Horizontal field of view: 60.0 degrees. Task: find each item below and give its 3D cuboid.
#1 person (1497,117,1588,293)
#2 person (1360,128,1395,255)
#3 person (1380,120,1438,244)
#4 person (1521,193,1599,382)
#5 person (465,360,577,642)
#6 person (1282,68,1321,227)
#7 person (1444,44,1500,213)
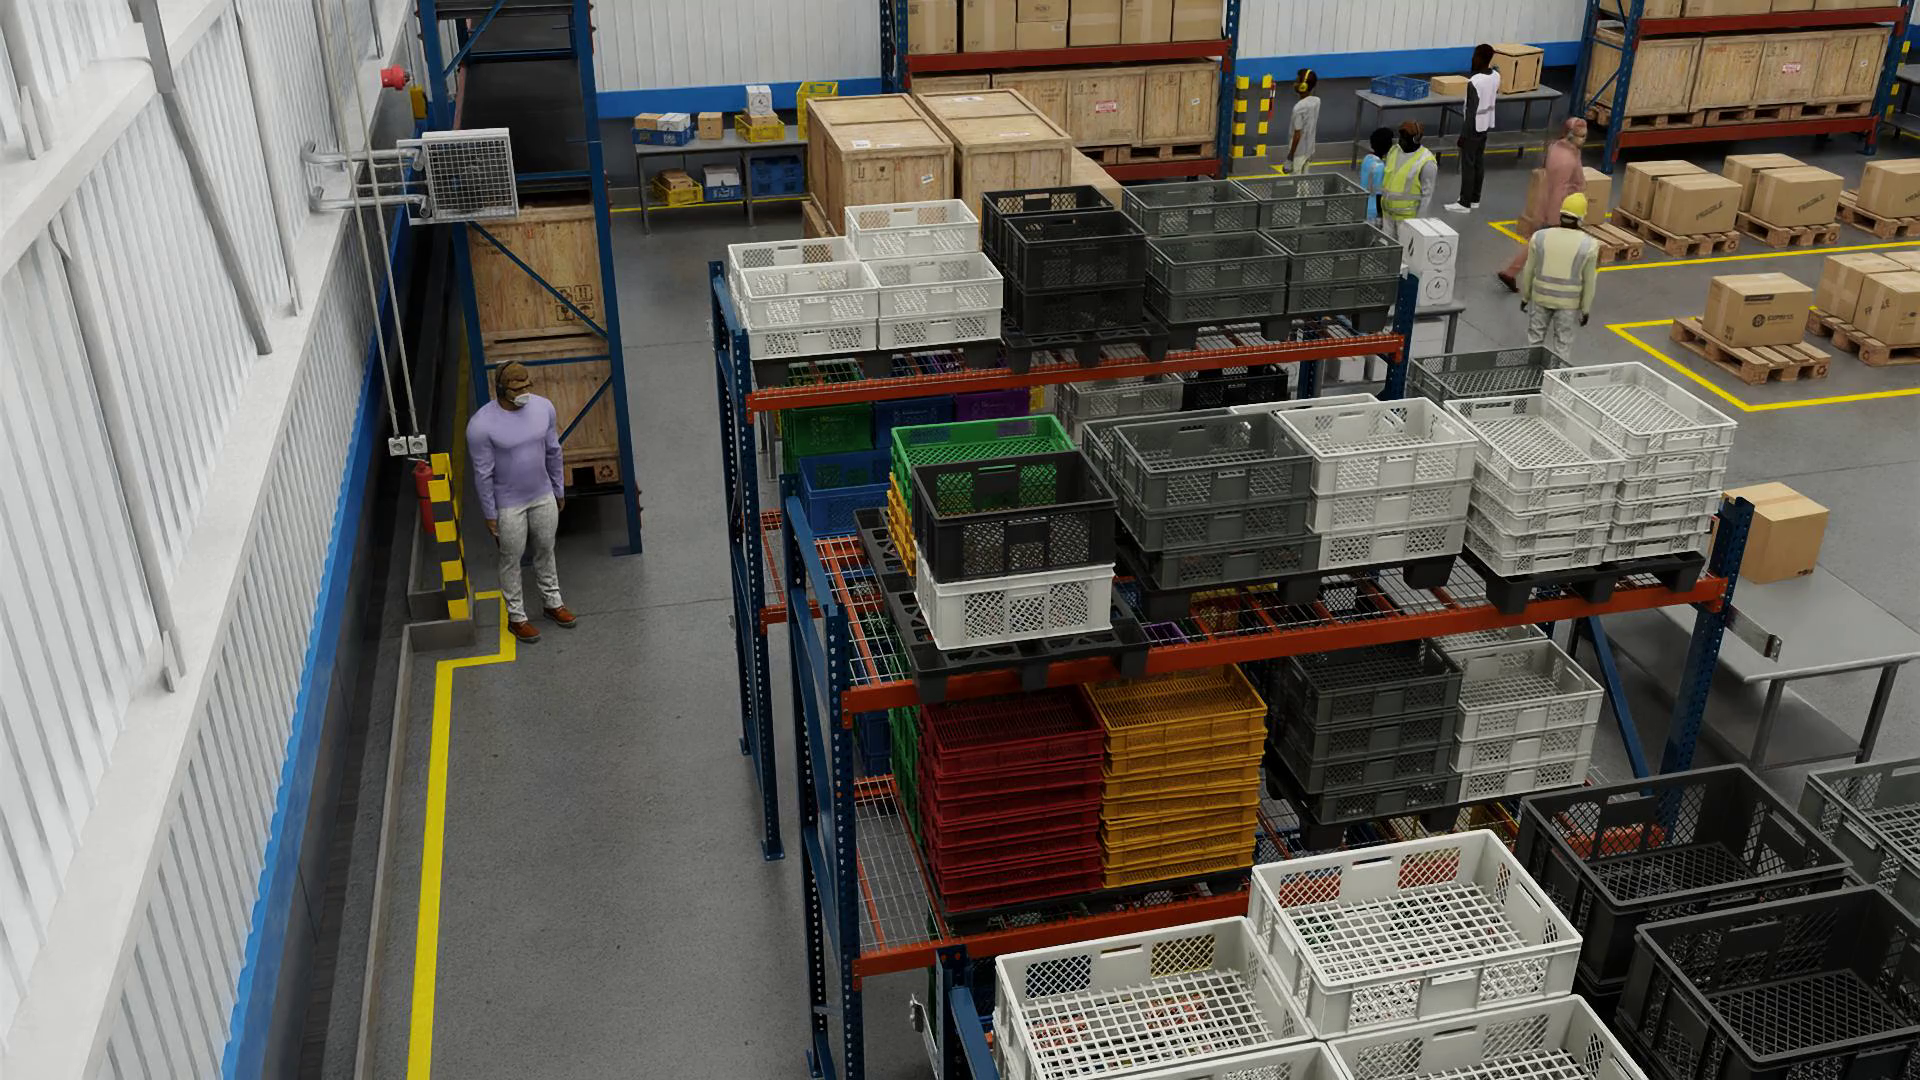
[{"bbox_3d":[5.960,-3.317,16.624,0.916,1.866,0.650,4,28,7],"label":"person"},{"bbox_3d":[4.165,-3.316,16.800,0.317,1.694,0.567,-2,28,-3],"label":"person"},{"bbox_3d":[4.370,-3.241,16.494,0.429,1.844,0.623,-16,32,-28],"label":"person"},{"bbox_3d":[5.138,-2.075,14.306,0.617,1.822,0.404,17,32,29],"label":"person"},{"bbox_3d":[-2.821,-0.266,10.758,0.374,1.933,0.625,25,37,39],"label":"person"},{"bbox_3d":[3.747,-4.270,18.411,0.328,1.877,0.513,19,33,32],"label":"person"},{"bbox_3d":[6.000,-4.782,19.336,0.377,1.917,0.599,23,36,37],"label":"person"}]
